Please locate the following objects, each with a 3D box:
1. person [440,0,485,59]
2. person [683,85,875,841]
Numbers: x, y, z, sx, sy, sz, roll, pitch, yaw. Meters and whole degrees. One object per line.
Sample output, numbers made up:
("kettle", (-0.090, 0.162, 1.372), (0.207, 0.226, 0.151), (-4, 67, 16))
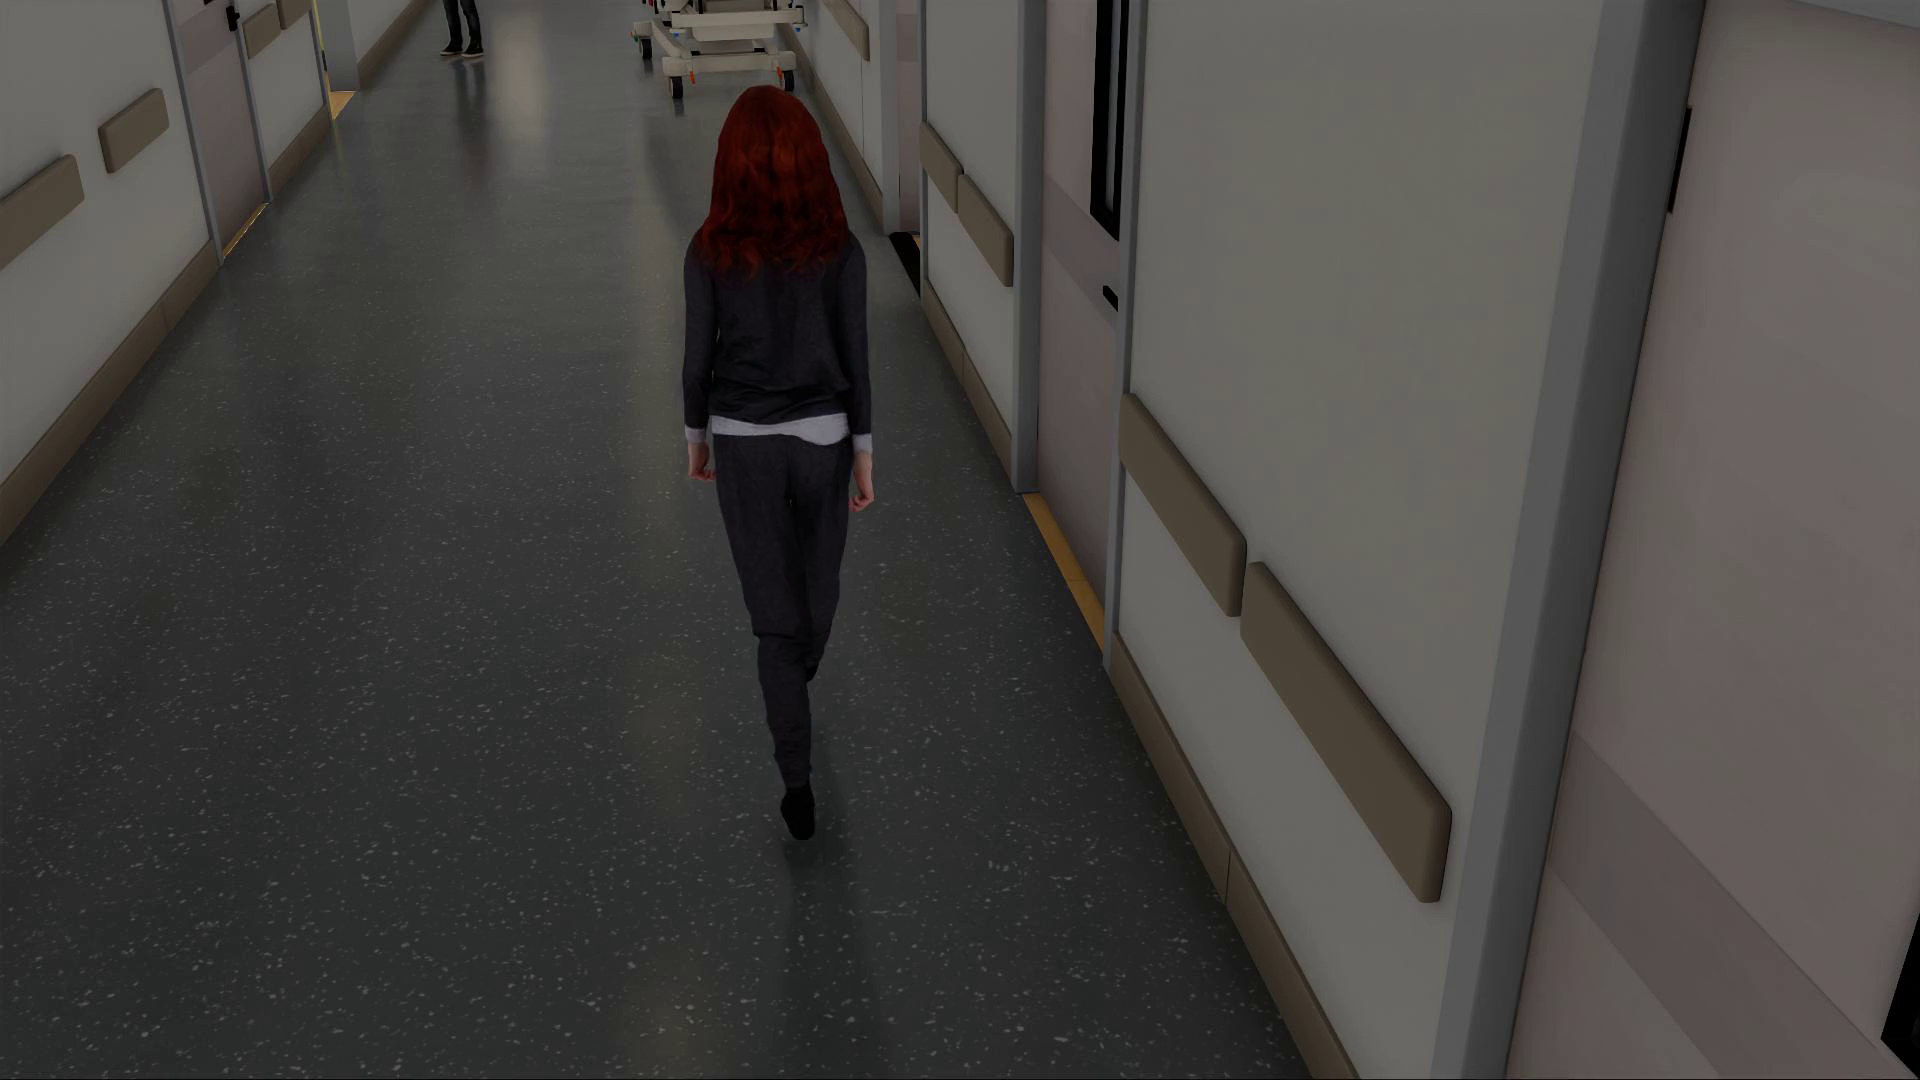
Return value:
("person", (-4.239, -4.807, 13.942), (0.575, 1.460, 0.674), (9, 27, 17))
("person", (-0.408, -0.115, 3.913), (1.125, 1.721, 0.692), (-3, 26, -7))
